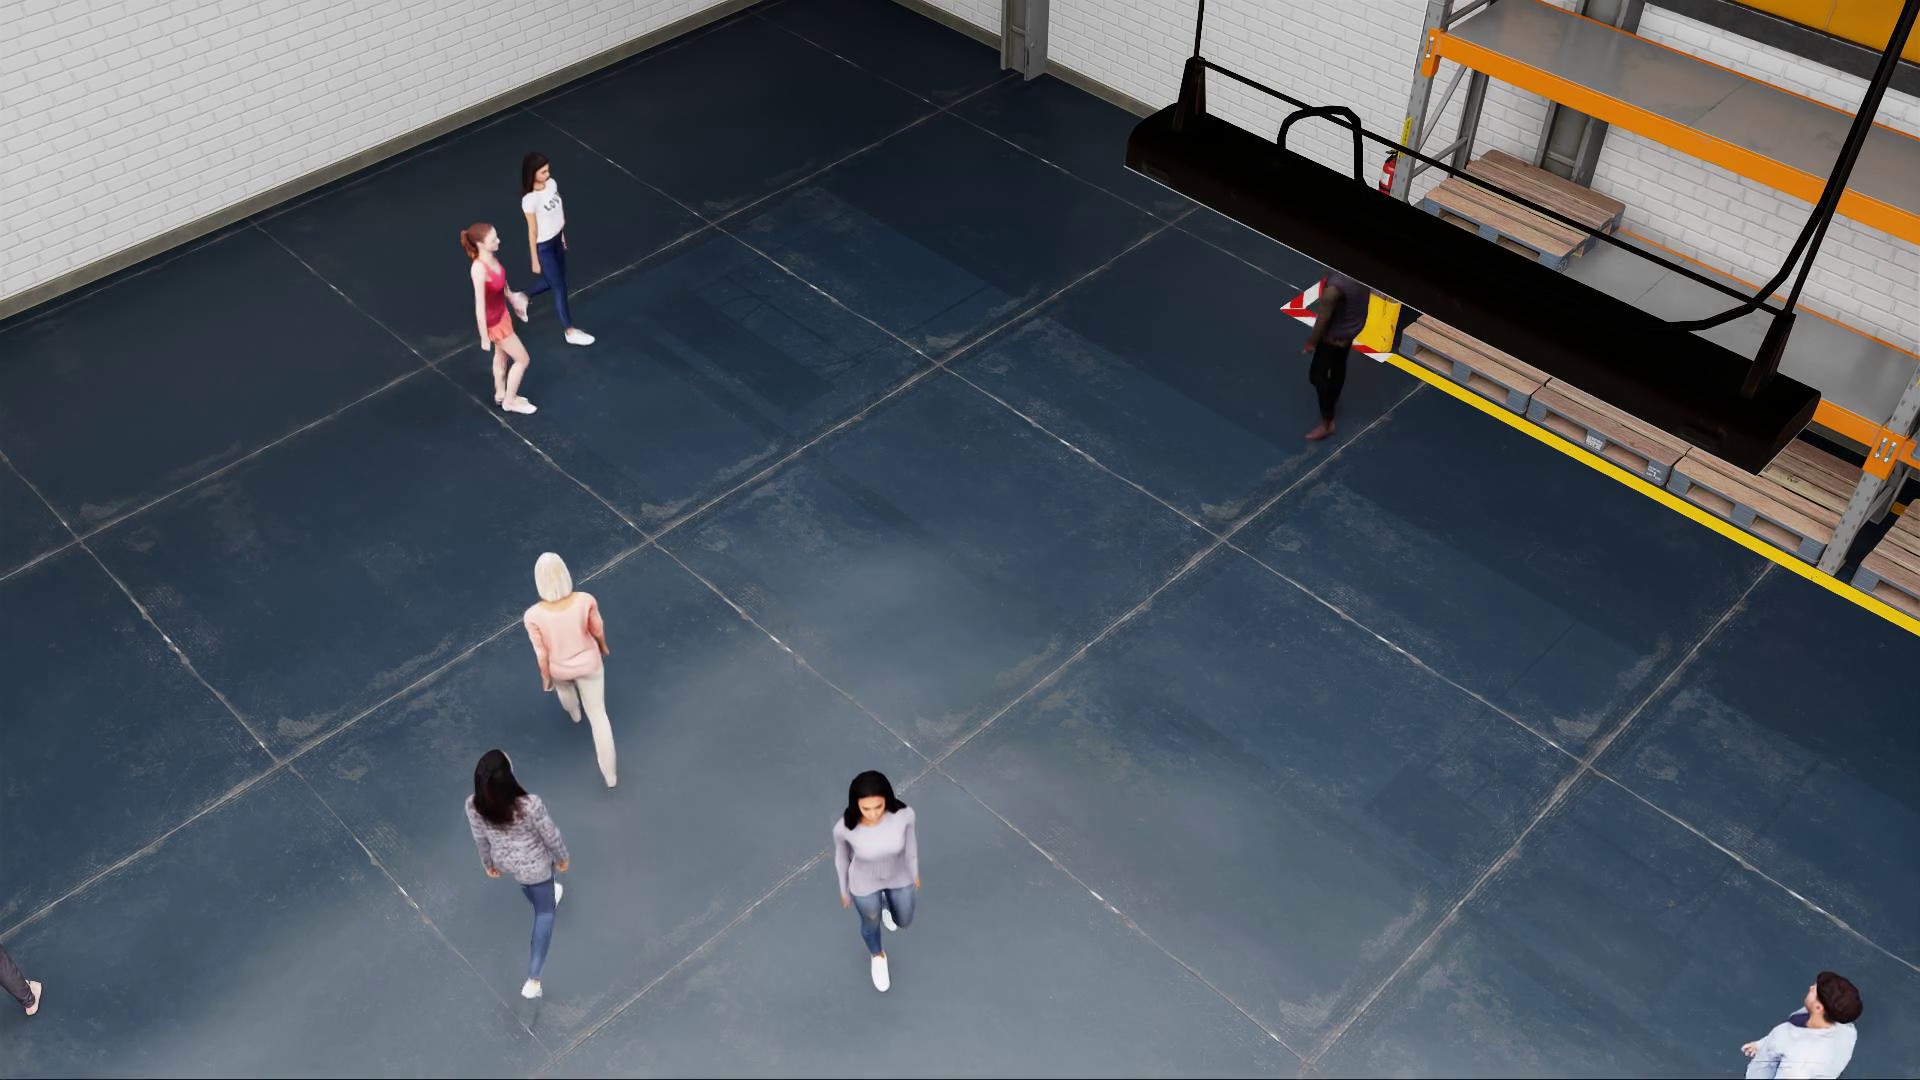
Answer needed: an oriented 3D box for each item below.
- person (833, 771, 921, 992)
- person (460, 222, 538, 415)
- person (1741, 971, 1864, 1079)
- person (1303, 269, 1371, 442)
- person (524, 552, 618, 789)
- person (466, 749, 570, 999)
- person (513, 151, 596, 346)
[{"bbox_3d":[-0.463,1.791,9.196,0.816,1.725,0.905,-10,45,-11],"label":"person"},{"bbox_3d":[-3.670,-1.701,12.856,0.785,1.734,0.718,-5,44,-5],"label":"person"},{"bbox_3d":[4.075,2.794,8.112,0.853,1.769,1.186,-26,50,-25],"label":"person"},{"bbox_3d":[2.931,-1.633,12.728,0.807,1.812,0.600,-27,50,-25],"label":"person"},{"bbox_3d":[-2.357,0.821,10.249,0.921,1.679,1.234,-16,46,-16],"label":"person"},{"bbox_3d":[-2.436,1.827,9.174,1.128,1.705,1.140,3,44,3],"label":"person"},{"bbox_3d":[-3.441,-2.377,13.551,1.107,1.754,0.917,13,45,13],"label":"person"}]
